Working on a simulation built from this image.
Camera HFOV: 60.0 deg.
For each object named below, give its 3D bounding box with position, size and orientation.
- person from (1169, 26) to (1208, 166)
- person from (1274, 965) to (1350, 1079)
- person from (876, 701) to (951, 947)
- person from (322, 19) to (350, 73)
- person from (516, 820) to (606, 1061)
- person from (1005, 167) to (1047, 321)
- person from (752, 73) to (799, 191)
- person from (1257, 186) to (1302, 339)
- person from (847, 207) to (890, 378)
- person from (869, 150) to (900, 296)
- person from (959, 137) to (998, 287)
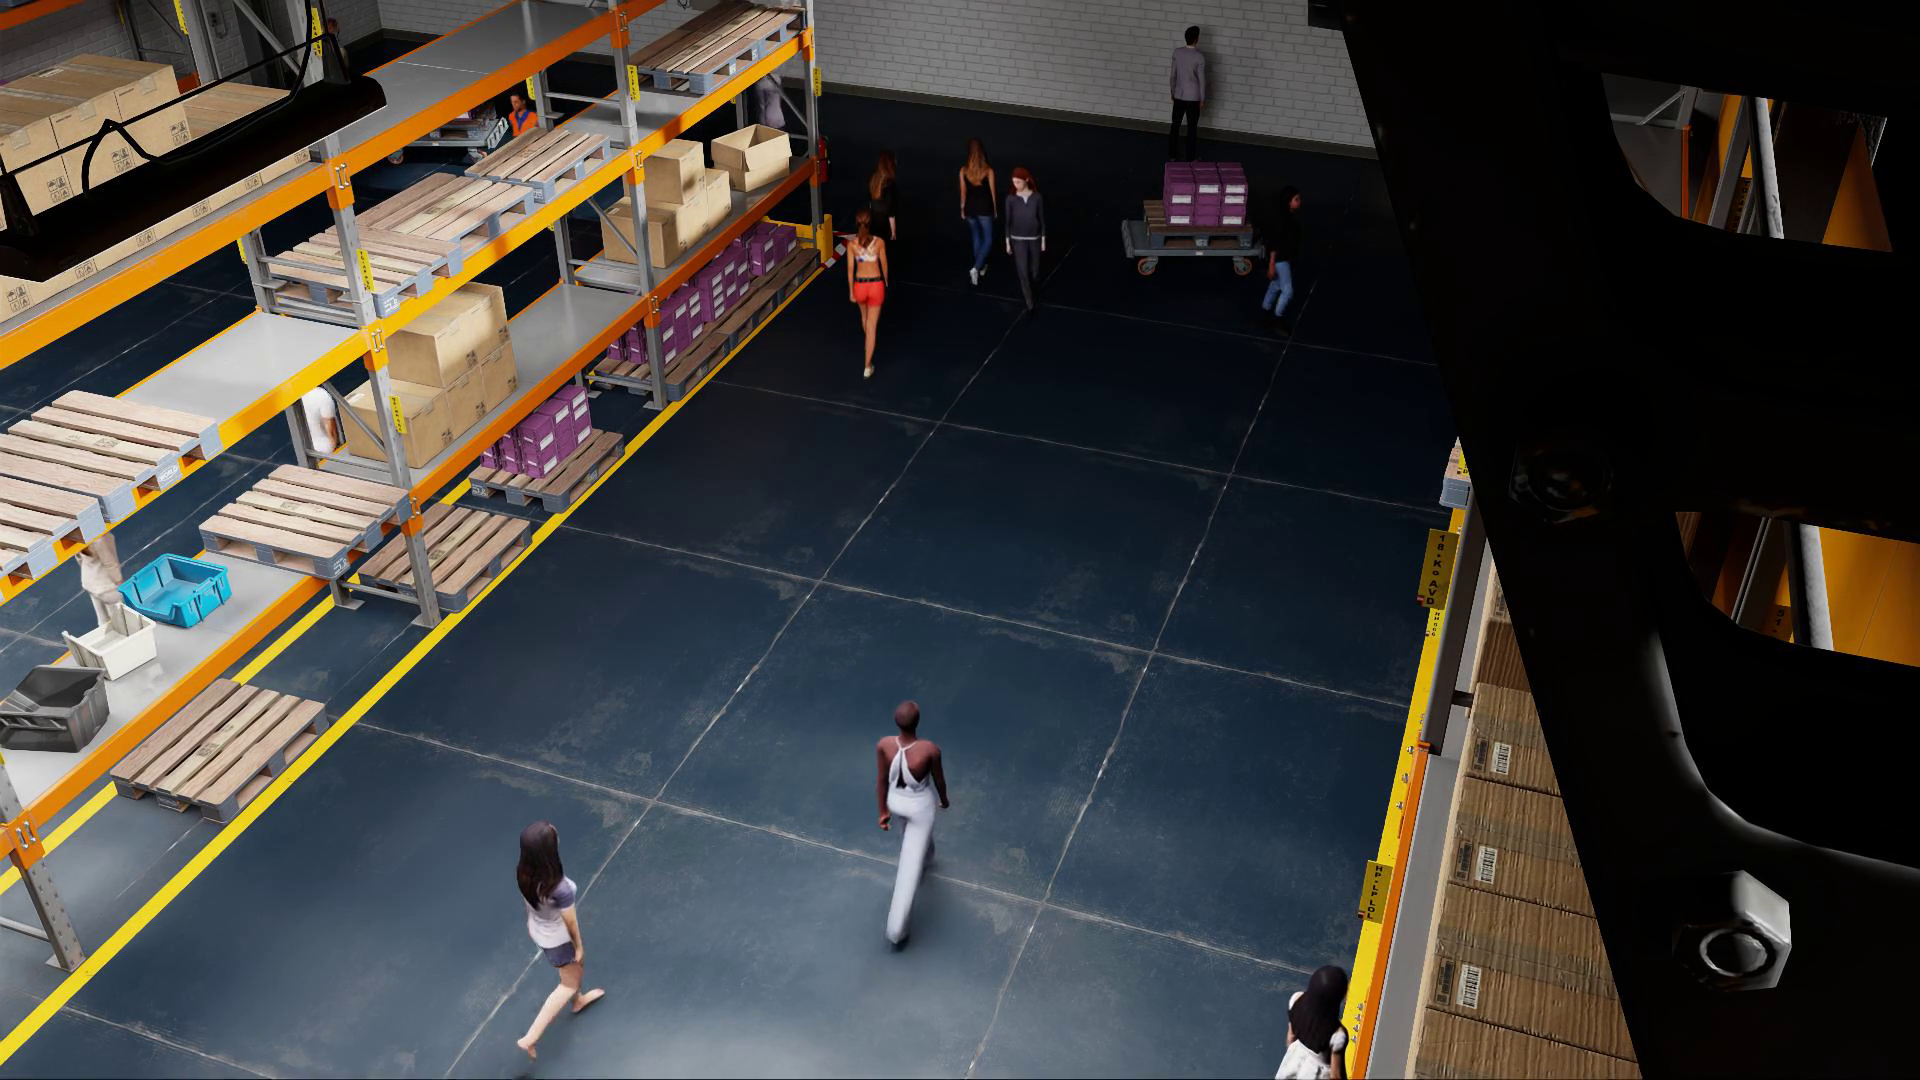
[{"bbox_3d":[3.074,-6.024,22.513,0.738,1.851,0.685,23,40,30],"label":"person"},{"bbox_3d":[1.901,2.972,9.053,0.819,1.769,0.783,-21,39,-28],"label":"person"},{"bbox_3d":[-0.343,1.856,10.773,0.595,1.724,1.153,11,35,16],"label":"person"},{"bbox_3d":[-8.705,-6.314,23.119,0.755,1.663,1.149,16,37,22],"label":"person"},{"bbox_3d":[-2.492,2.400,9.988,0.789,1.686,1.034,23,40,30],"label":"person"},{"bbox_3d":[0.728,-3.340,18.570,0.793,1.746,0.943,-2,34,-2],"label":"person"},{"bbox_3d":[-2.415,-5.374,21.590,0.945,1.791,1.178,18,38,25],"label":"person"},{"bbox_3d":[3.427,-3.057,18.203,0.700,1.681,0.634,16,37,23],"label":"person"},{"bbox_3d":[-0.953,-2.541,17.381,0.786,1.731,1.224,3,34,4],"label":"person"},{"bbox_3d":[-0.909,-3.644,19.068,0.816,1.701,0.788,-21,39,-28],"label":"person"},{"bbox_3d":[0.203,-3.757,19.254,0.606,1.683,0.957,13,36,19],"label":"person"}]
